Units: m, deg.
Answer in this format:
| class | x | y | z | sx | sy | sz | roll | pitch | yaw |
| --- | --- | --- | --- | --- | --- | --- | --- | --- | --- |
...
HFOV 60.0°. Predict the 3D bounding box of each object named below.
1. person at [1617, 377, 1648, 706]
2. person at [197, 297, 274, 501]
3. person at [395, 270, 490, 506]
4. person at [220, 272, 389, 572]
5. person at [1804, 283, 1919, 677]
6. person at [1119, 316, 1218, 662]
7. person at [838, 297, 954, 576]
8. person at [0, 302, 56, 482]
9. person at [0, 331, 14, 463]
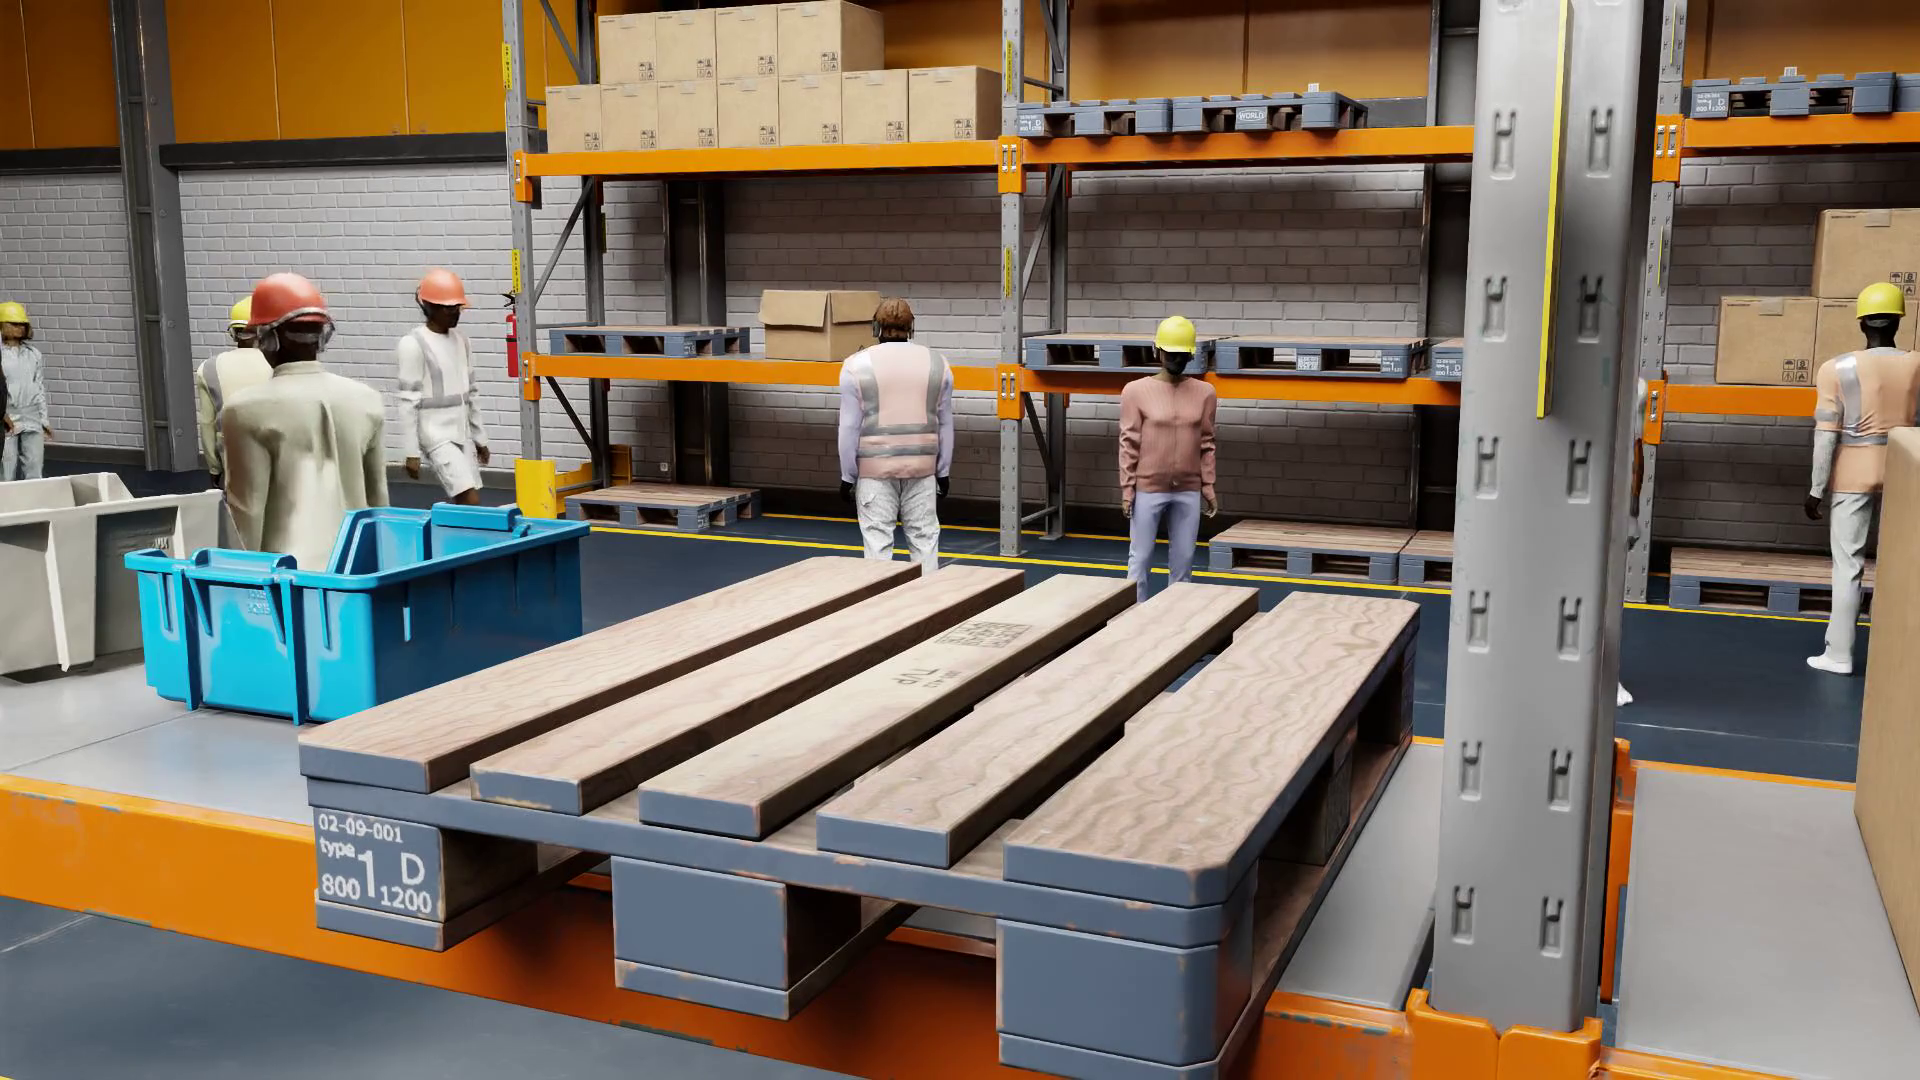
| class | x | y | z | sx | sy | sz | roll | pitch | yaw |
| --- | --- | --- | --- | --- | --- | --- | --- | --- | --- |
| person | 2.855 | -0.163 | 7.694 | 0.344 | 1.840 | 0.646 | -5 | 11 | -25 |
| person | -3.939 | -0.448 | 9.374 | 0.601 | 1.830 | 0.404 | -1 | 10 | -5 |
| person | -3.051 | -0.623 | 9.980 | 0.786 | 1.983 | 0.658 | 3 | 10 | 15 |
| person | -2.172 | 0.118 | 5.558 | 0.473 | 1.994 | 0.661 | 6 | 11 | 31 |
| person | 4.438 | -0.285 | 8.127 | 0.589 | 1.924 | 0.383 | 1 | 9 | 3 |
| person | 1.053 | -0.243 | 8.376 | 0.523 | 1.760 | 0.325 | -2 | 10 | -15 |
| person | -0.345 | -0.360 | 8.825 | 0.627 | 1.843 | 0.429 | -3 | 10 | -16 |
| person | -6.829 | -0.847 | 12.070 | 0.359 | 1.743 | 0.508 | 4 | 10 | 23 |
| person | -6.788 | -0.886 | 11.382 | 0.536 | 2.000 | 0.676 | 5 | 11 | 27 |
